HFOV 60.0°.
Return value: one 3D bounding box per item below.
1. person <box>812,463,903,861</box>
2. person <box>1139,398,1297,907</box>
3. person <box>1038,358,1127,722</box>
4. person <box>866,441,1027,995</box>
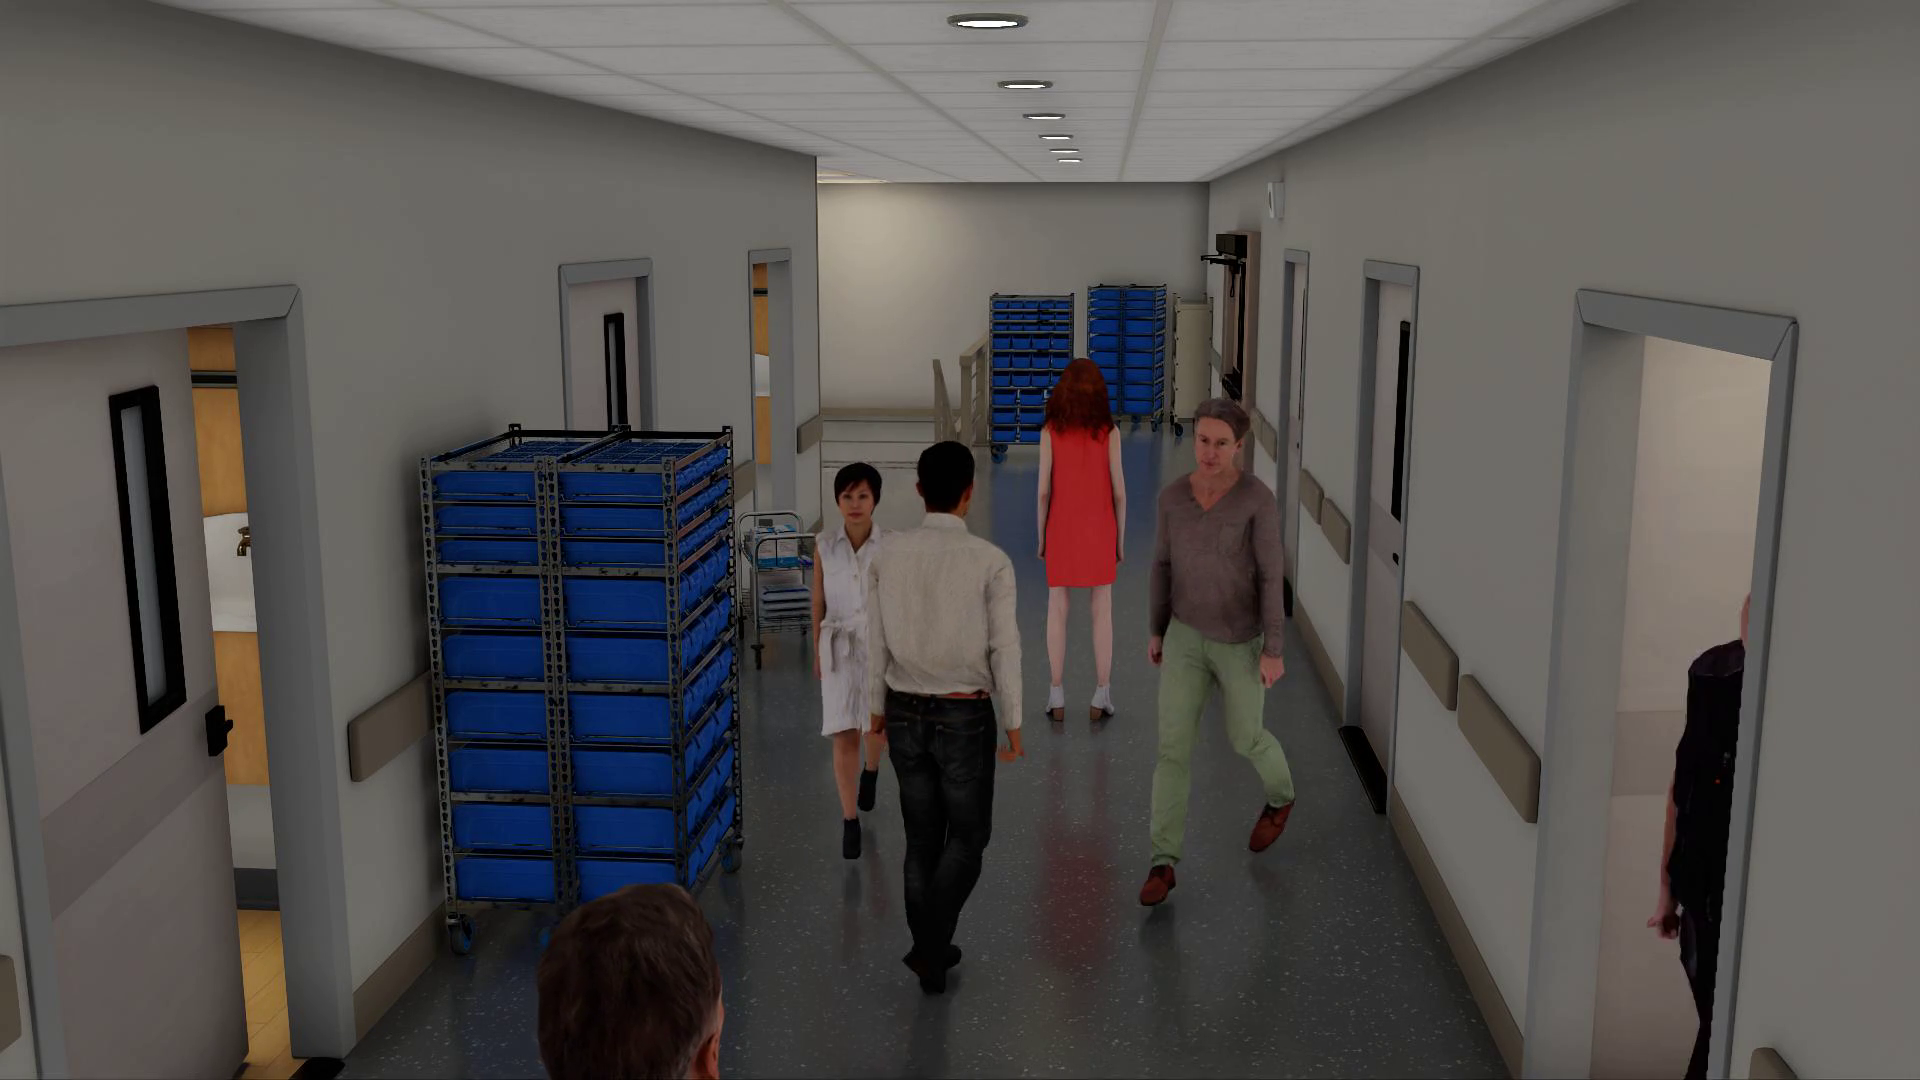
[{"bbox_3d":[-0.393,0.460,6.758,0.641,1.513,1.015,-1,11,-3],"label":"person"},{"bbox_3d":[1.015,0.387,6.267,1.098,1.840,1.368,7,13,33],"label":"person"},{"bbox_3d":[0.603,0.002,8.328,0.587,1.828,0.497,1,11,6],"label":"person"},{"bbox_3d":[-0.094,0.610,5.226,0.799,1.790,0.897,4,11,20],"label":"person"}]
